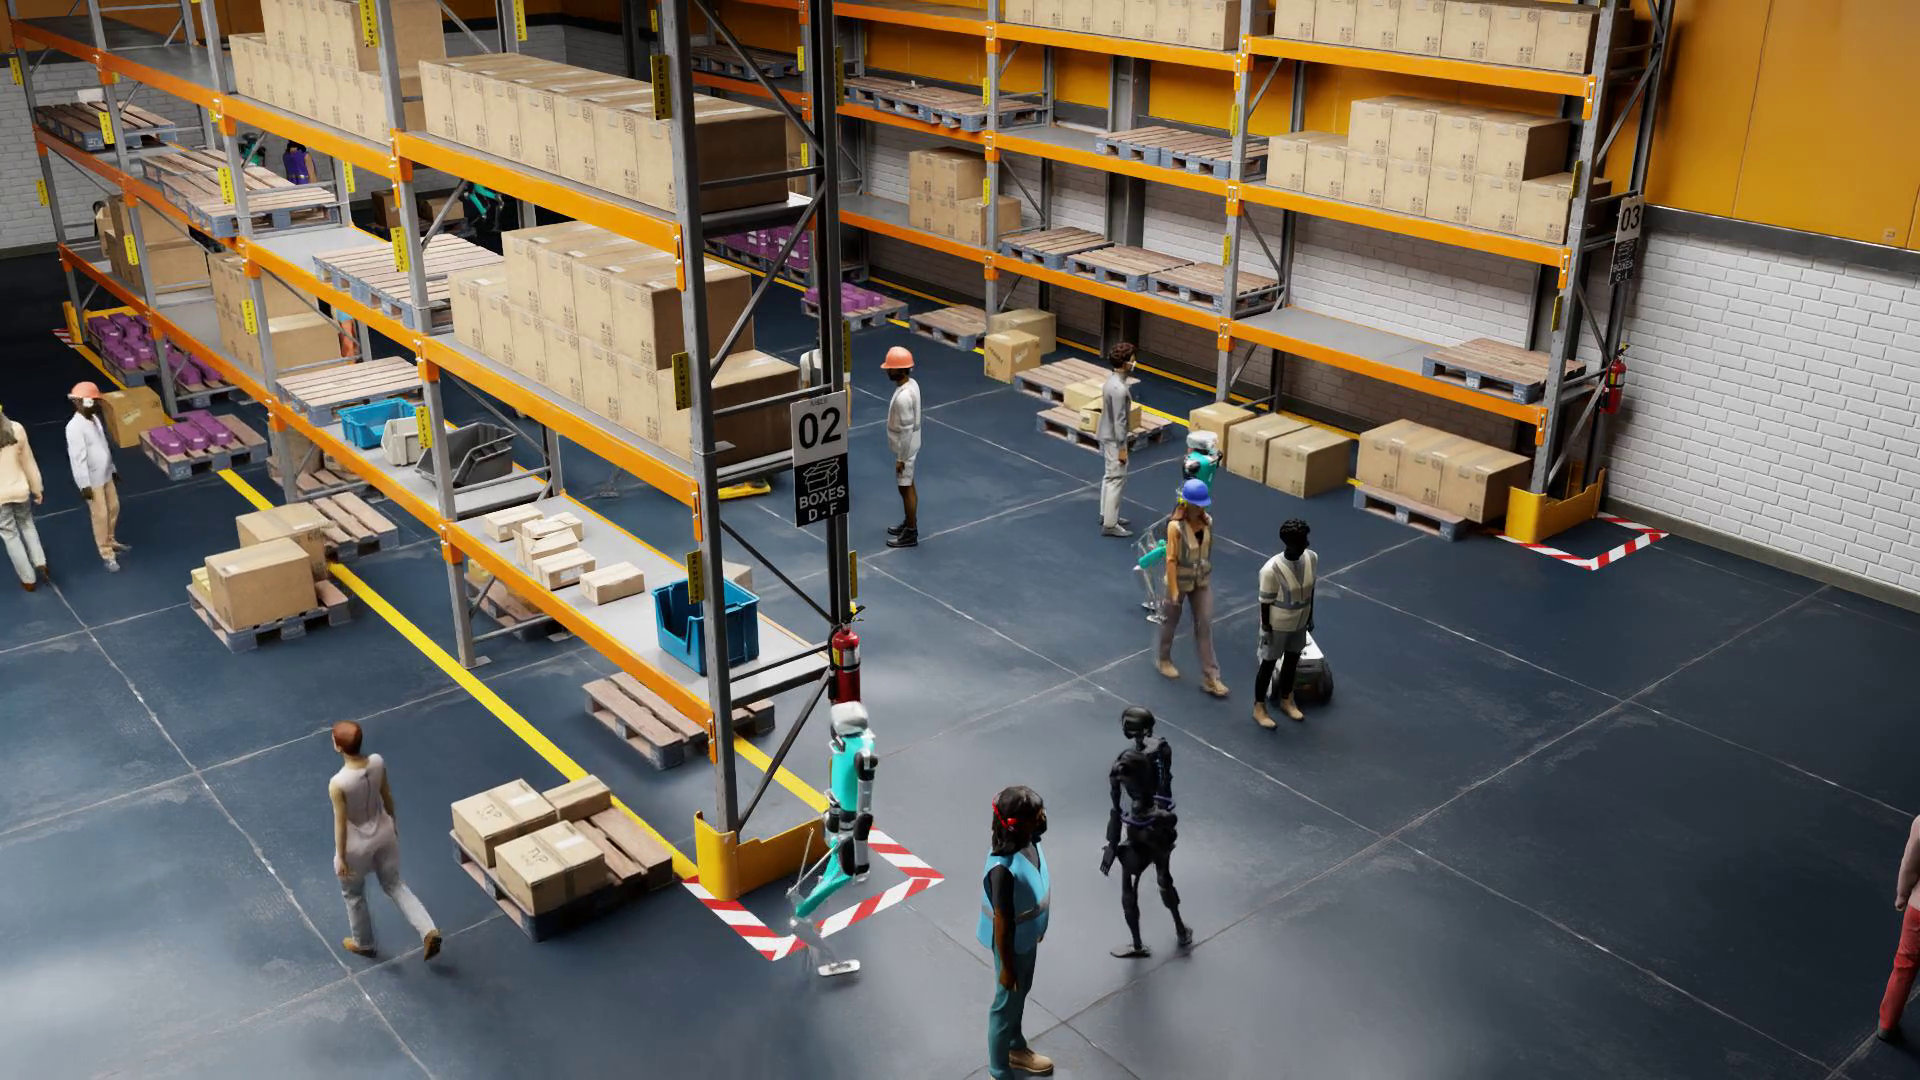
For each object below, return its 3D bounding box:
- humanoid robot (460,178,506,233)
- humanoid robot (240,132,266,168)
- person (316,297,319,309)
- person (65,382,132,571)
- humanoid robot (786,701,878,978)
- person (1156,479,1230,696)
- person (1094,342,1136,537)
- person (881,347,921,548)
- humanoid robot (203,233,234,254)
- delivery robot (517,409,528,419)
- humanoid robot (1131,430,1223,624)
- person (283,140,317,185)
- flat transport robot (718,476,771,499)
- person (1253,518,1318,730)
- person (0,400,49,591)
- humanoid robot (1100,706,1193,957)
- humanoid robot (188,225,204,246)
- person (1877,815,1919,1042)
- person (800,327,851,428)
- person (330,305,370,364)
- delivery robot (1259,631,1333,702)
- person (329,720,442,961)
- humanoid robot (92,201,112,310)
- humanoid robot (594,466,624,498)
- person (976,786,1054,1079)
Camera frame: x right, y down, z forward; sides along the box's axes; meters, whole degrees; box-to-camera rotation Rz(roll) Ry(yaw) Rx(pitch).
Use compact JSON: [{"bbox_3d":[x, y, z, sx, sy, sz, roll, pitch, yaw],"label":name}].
[{"bbox_3d":[-7.831,-5.781,27.203,1.021,1.744,0.541,7,24,16],"label":"humanoid robot"},{"bbox_3d":[-11.566,-5.671,26.952,0.540,1.745,0.996,14,27,30],"label":"humanoid robot"},{"bbox_3d":[-8.554,-3.412,21.523,0.723,1.882,0.545,-17,28,-33],"label":"person"},{"bbox_3d":[-7.881,-0.575,15.159,0.345,1.712,0.634,-1,23,-3],"label":"person"},{"bbox_3d":[-0.814,1.862,9.634,0.712,1.909,0.560,-10,25,-21],"label":"humanoid robot"},{"bbox_3d":[1.808,0.360,12.959,0.479,1.739,0.783,-12,26,-25],"label":"person"},{"bbox_3d":[1.471,-0.962,15.832,0.397,1.891,0.544,-2,23,-4],"label":"person"},{"bbox_3d":[-0.550,-0.873,15.565,0.359,1.934,0.550,1,23,2],"label":"person"},{"bbox_3d":[-9.911,-3.879,22.745,0.727,1.778,0.538,9,25,19],"label":"humanoid robot"},{"bbox_3d":[-4.716,-1.620,19.039,0.784,0.599,0.499,14,27,30],"label":"delivery robot"},{"bbox_3d":[1.742,-0.138,14.089,0.851,1.739,0.560,16,28,32],"label":"humanoid robot"},{"bbox_3d":[-10.429,-5.562,26.428,0.531,1.931,0.410,8,25,17],"label":"person"},{"bbox_3d":[-2.513,-0.764,17.412,0.659,0.231,1.431,-10,25,-21],"label":"flat transport robot"},{"bbox_3d":[2.433,0.612,12.434,0.528,1.688,0.322,-14,27,-30],"label":"person"},{"bbox_3d":[-8.422,-0.440,14.671,0.542,1.854,0.478,-21,31,-39],"label":"person"},{"bbox_3d":[1.146,1.747,9.832,0.468,1.647,0.596,21,31,40],"label":"humanoid robot"},{"bbox_3d":[-10.845,-4.132,23.502,0.725,1.633,0.612,-9,25,-20],"label":"humanoid robot"},{"bbox_3d":[5.375,2.030,9.065,0.323,1.760,0.523,-21,31,-39],"label":"person"},{"bbox_3d":[-1.334,-1.279,16.633,0.502,1.838,0.341,0,23,-1],"label":"person"},{"bbox_3d":[-7.400,-2.696,20.015,0.465,1.756,0.521,10,25,22],"label":"person"},{"bbox_3d":[2.624,0.917,13.152,0.499,0.589,0.784,-2,23,-5],"label":"delivery robot"},{"bbox_3d":[-3.445,1.793,9.761,0.692,1.633,0.448,13,27,28],"label":"person"},{"bbox_3d":[-11.603,-3.814,22.744,0.736,1.630,0.596,-17,28,-34],"label":"humanoid robot"},{"bbox_3d":[-3.522,-1.260,16.707,0.673,1.794,0.535,2,23,5],"label":"humanoid robot"},{"bbox_3d":[0.296,2.112,8.740,0.391,1.866,0.521,8,25,17],"label":"person"}]
